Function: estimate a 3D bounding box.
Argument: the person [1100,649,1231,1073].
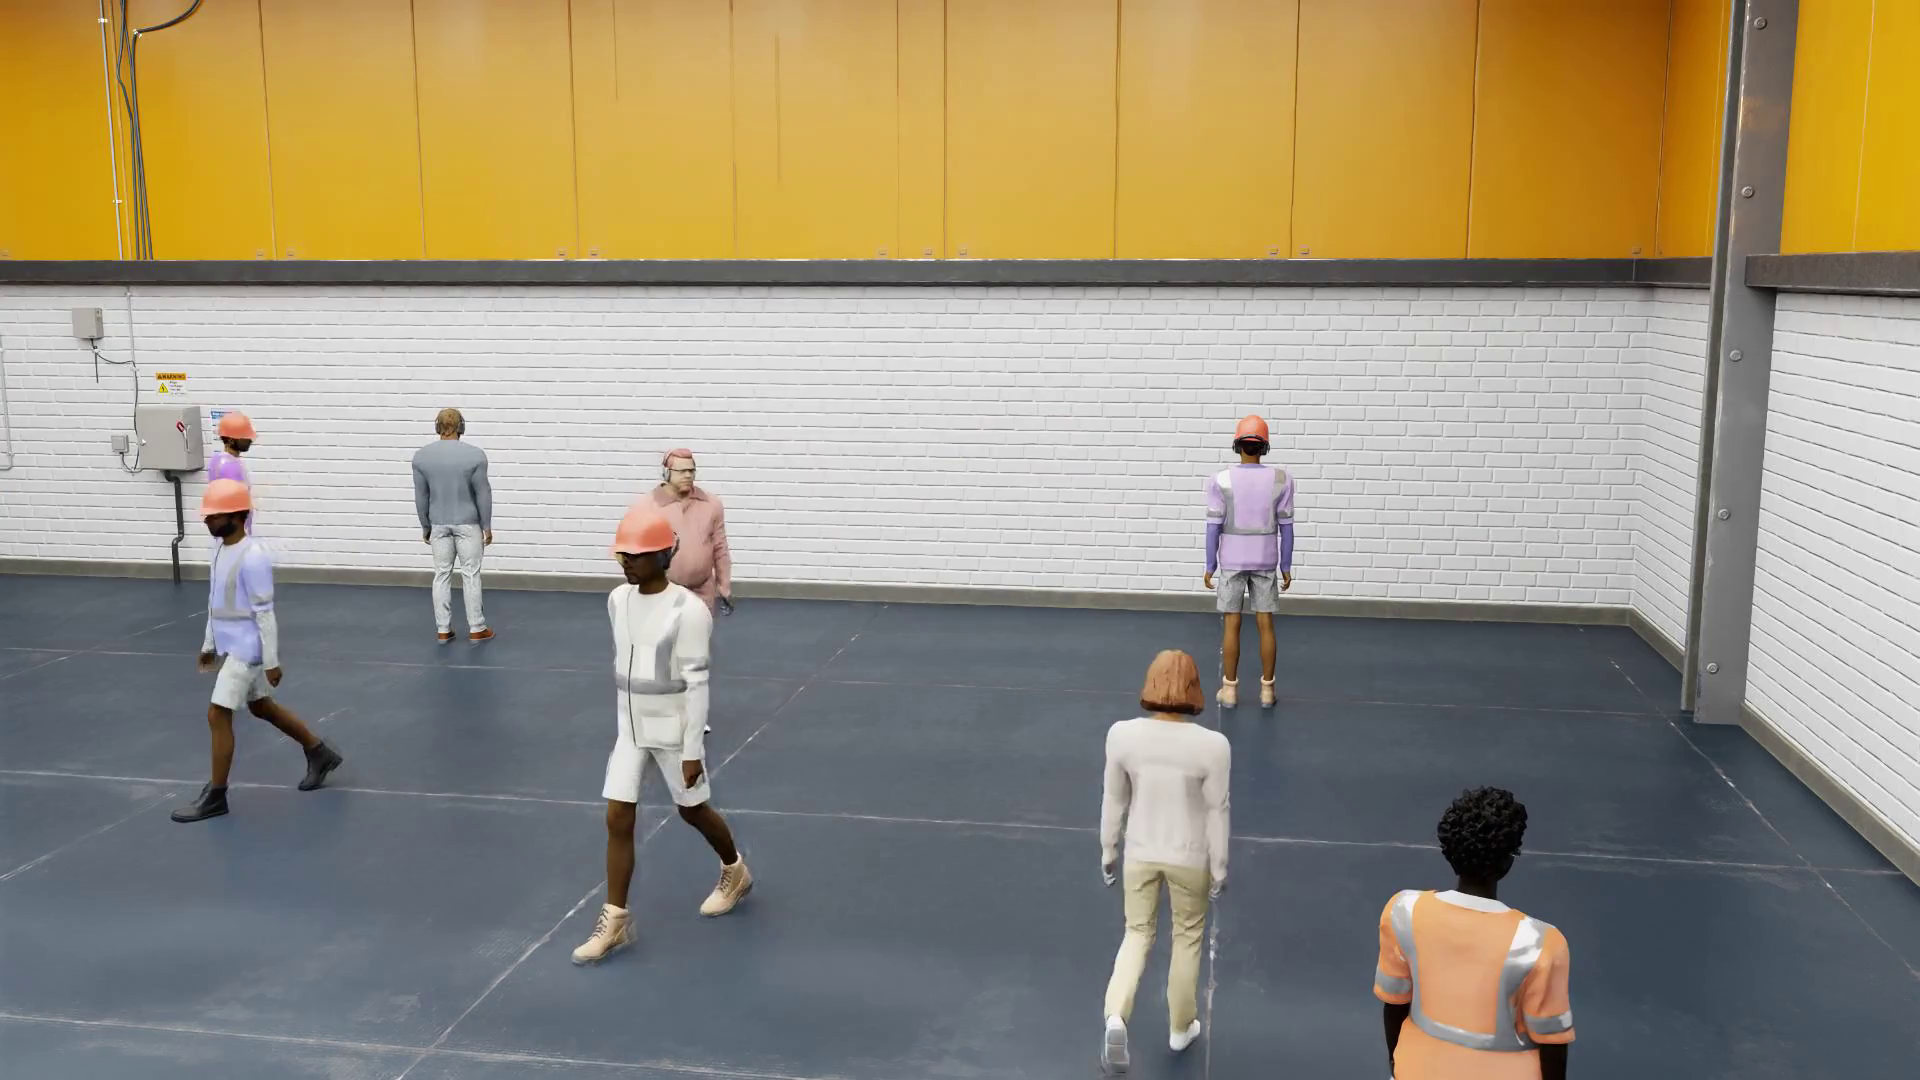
[{"bbox_3d":[0.757,1.223,6.289,0.500,1.609,0.639,4,10,23],"label":"person"}]

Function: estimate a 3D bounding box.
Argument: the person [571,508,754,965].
[{"bbox_3d":[-1.323,0.830,7.525,0.622,2.003,1.026,6,11,35],"label":"person"}]

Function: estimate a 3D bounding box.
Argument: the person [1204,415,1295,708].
[{"bbox_3d":[2.001,0.149,11.569,0.615,2.040,0.391,0,9,1],"label":"person"}]

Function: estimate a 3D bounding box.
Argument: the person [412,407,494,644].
[{"bbox_3d":[-4.101,-0.114,13.519,0.630,1.938,0.372,0,9,2],"label":"person"}]

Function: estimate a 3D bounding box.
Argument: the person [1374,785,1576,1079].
[{"bbox_3d":[1.357,1.482,4.418,0.533,1.697,0.318,7,12,38],"label":"person"}]

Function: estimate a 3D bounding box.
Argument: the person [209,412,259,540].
[{"bbox_3d":[-5.734,-0.048,13.188,0.381,1.918,0.584,-6,11,-33],"label":"person"}]

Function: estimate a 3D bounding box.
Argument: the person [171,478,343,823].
[{"bbox_3d":[-3.984,0.579,9.381,0.954,1.900,0.544,-7,12,-39],"label":"person"}]

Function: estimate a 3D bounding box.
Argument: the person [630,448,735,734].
[{"bbox_3d":[-1.807,0.339,10.880,0.646,1.890,0.443,-6,11,-33],"label":"person"}]
